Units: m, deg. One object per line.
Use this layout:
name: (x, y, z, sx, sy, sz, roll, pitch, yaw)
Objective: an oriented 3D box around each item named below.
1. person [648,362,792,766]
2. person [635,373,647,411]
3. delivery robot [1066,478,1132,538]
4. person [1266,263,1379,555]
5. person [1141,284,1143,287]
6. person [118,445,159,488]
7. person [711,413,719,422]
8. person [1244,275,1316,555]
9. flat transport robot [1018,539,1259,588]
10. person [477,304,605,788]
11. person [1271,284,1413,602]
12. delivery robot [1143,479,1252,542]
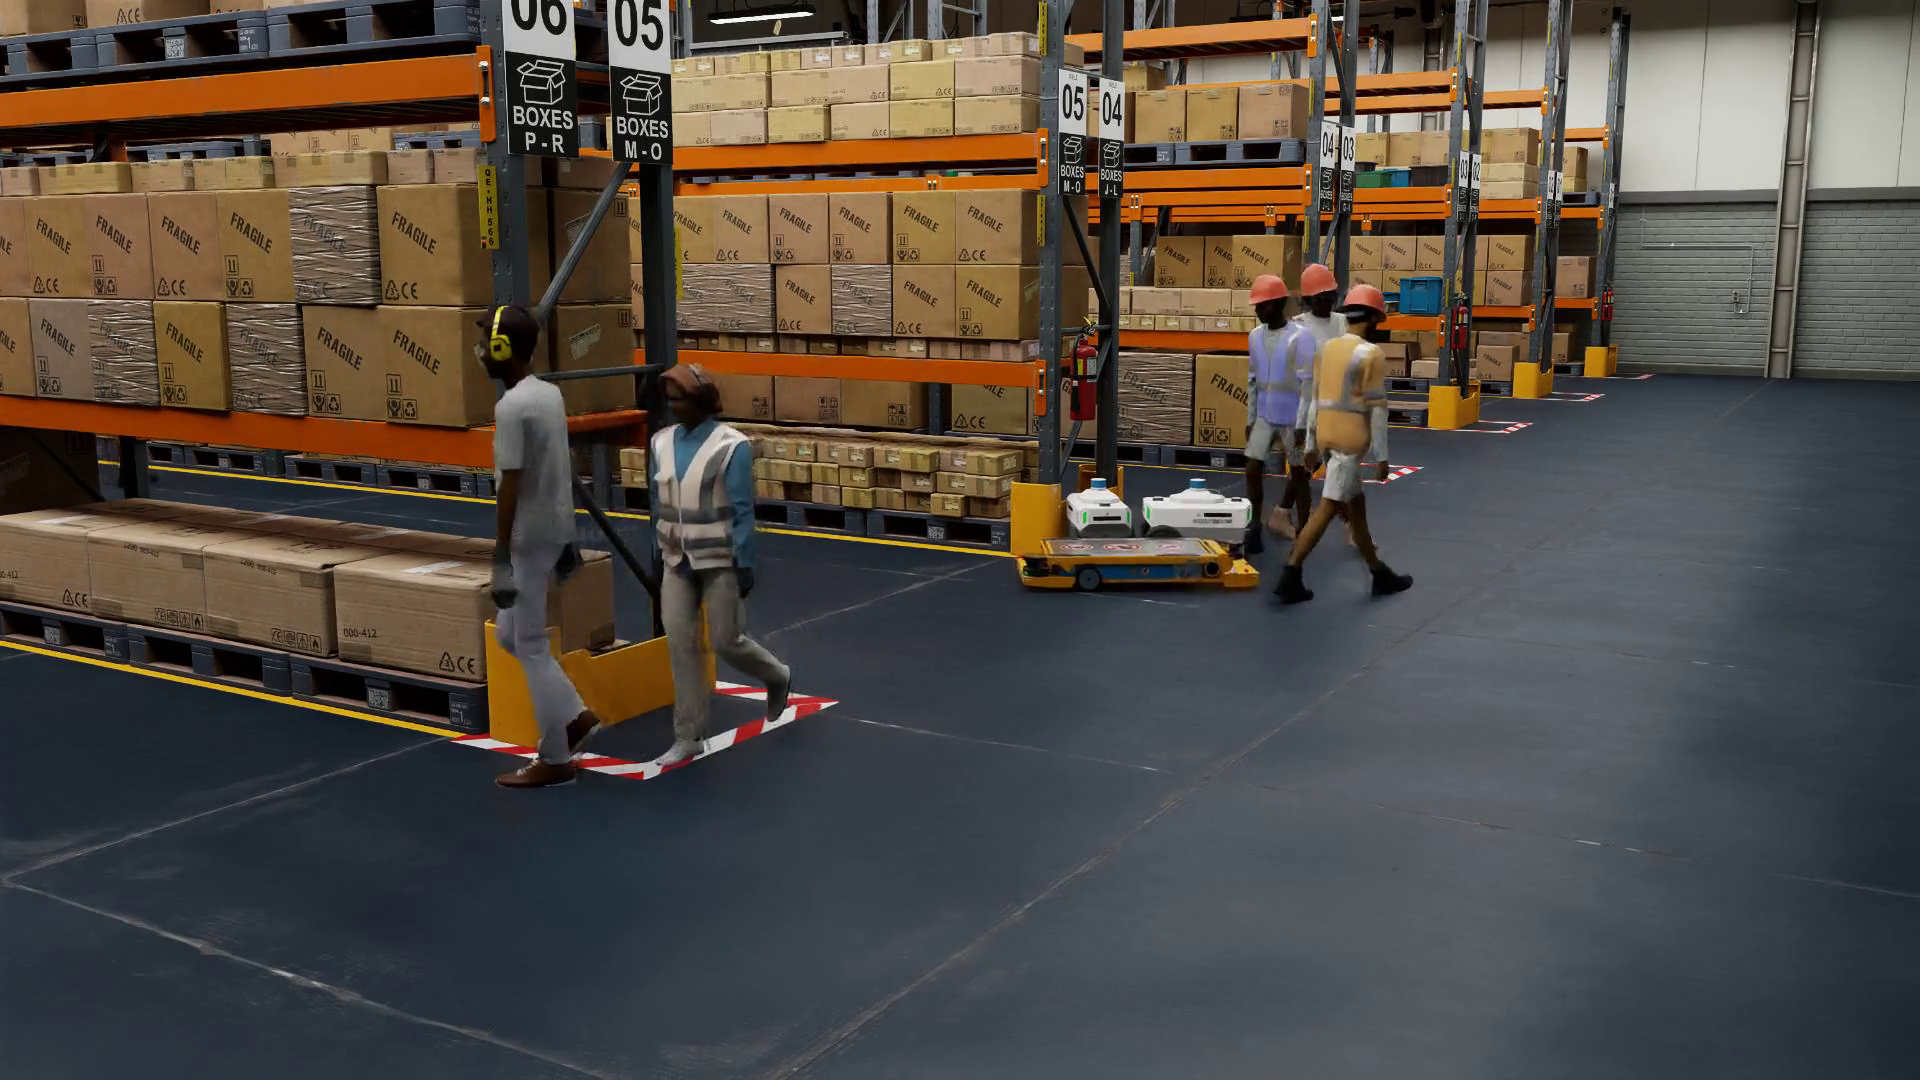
person: (-1.004, 0.078, 6.792, 0.524, 1.618, 0.633, 5, 11, 29)
person: (-2.979, -1.504, 15.370, 0.507, 1.843, 0.346, -7, 12, -35)
delivery robot: (0.916, -0.168, 11.032, 0.477, 0.478, 0.707, -1, 10, -5)
person: (2.507, -0.923, 11.542, 0.618, 1.982, 1.011, -8, 12, -39)
person: (2.727, -3.121, 25.445, 0.460, 1.618, 0.533, 4, 11, 24)
person: (-7.206, -1.381, 14.509, 0.498, 1.888, 0.601, -1, 10, -7)
person: (-2.668, -1.799, 16.686, 0.519, 1.982, 0.639, 5, 11, 25)
person: (2.149, -0.827, 11.249, 0.614, 1.904, 0.545, -9, 13, -42)
flat transport robot: (1.092, 0.136, 10.364, 1.431, 0.197, 0.652, 0, 10, -1)
person: (-1.654, 0.036, 6.341, 0.418, 1.847, 0.647, 1, 10, 5)
person: (2.253, -0.562, 9.800, 0.989, 1.872, 0.567, -3, 10, -19)
delivery robot: (1.570, -0.163, 11.006, 0.707, 0.478, 0.477, 1, 10, 3)
